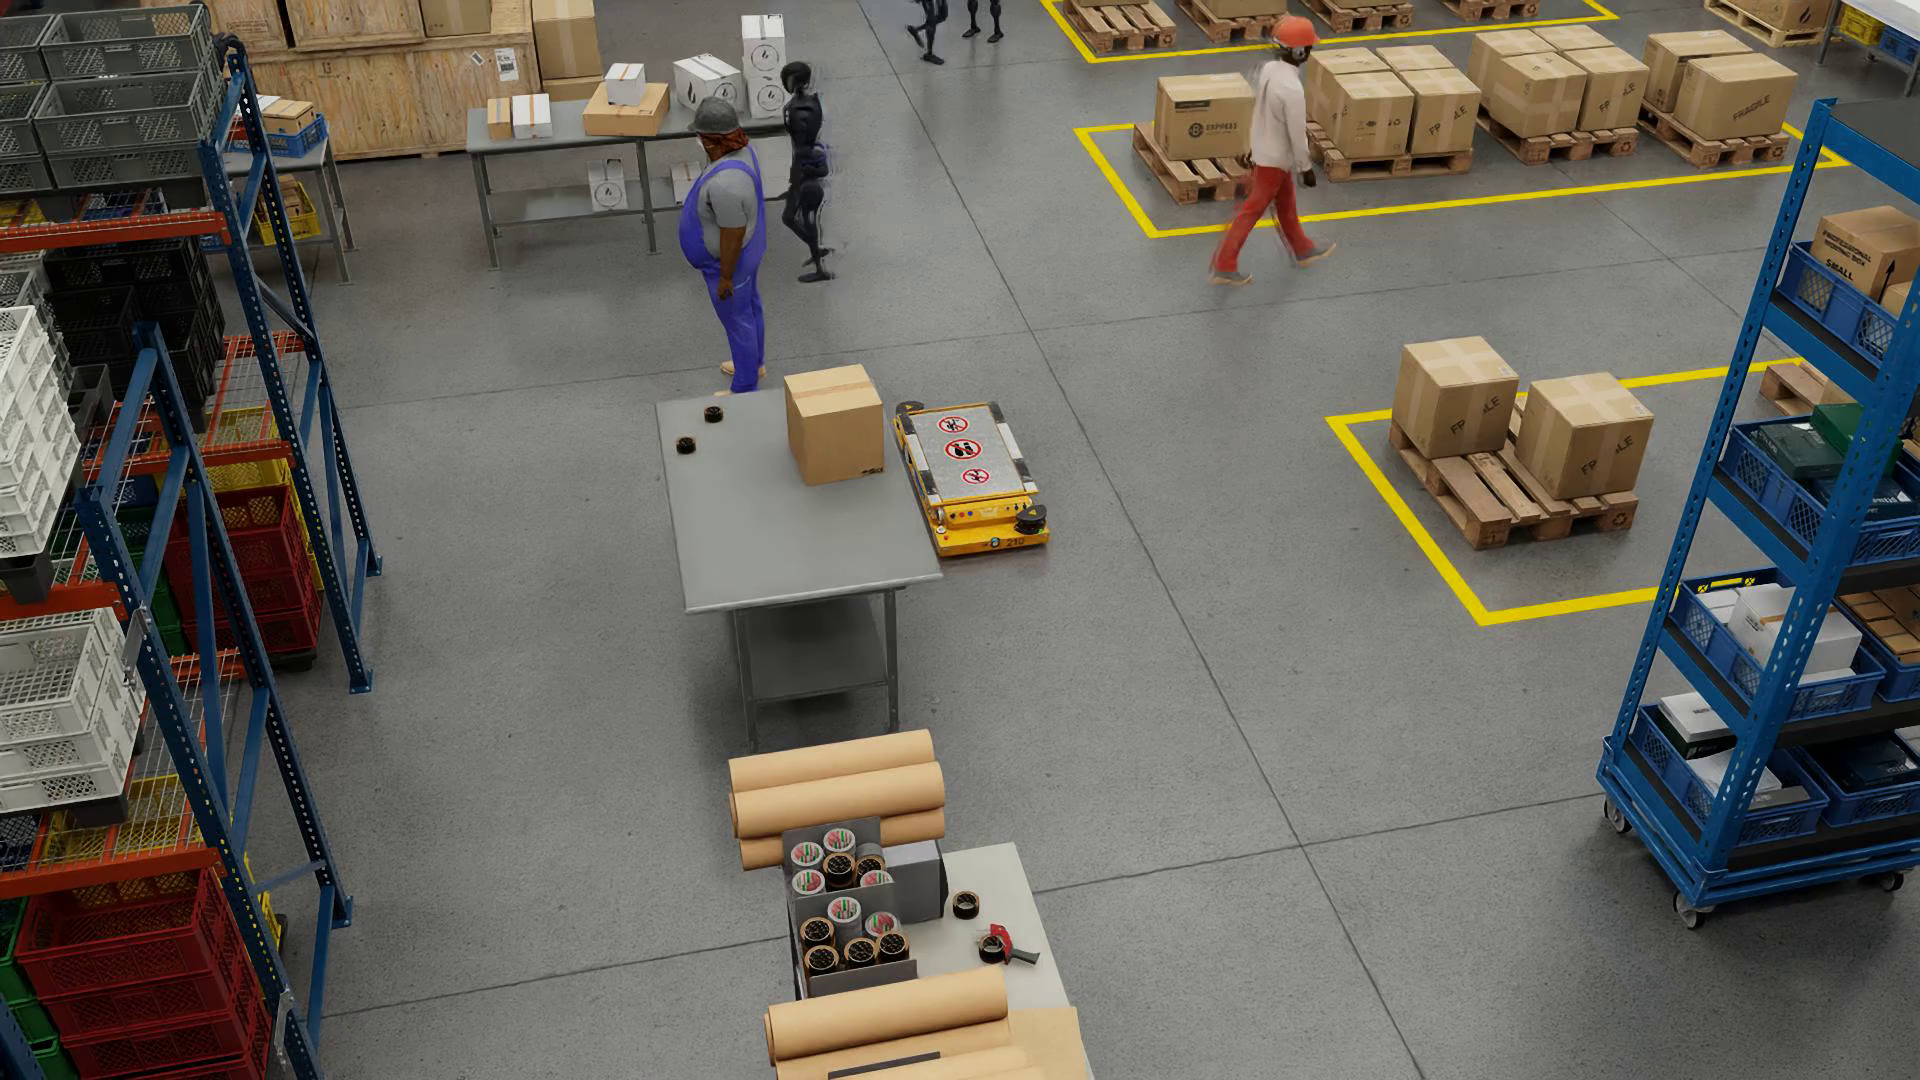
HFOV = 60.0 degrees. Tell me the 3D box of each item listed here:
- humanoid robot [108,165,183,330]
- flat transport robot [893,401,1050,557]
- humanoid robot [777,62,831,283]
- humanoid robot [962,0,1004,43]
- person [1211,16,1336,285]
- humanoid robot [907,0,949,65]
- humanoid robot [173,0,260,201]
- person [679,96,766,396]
[{"bbox_3d":[-5.369,-2.010,11.063,0.314,1.657,0.610,-26,44,-30],"label":"humanoid robot"},{"bbox_3d":[0.046,-0.430,10.108,0.652,0.197,1.431,-8,37,-10],"label":"flat transport robot"},{"bbox_3d":[-1.144,-2.613,11.888,0.405,1.649,0.606,-7,37,-9],"label":"humanoid robot"},{"bbox_3d":[0.203,-5.614,15.918,0.578,1.649,0.341,18,40,22],"label":"humanoid robot"},{"bbox_3d":[2.317,-2.742,11.827,1.027,1.943,0.605,-4,37,-5],"label":"person"},{"bbox_3d":[-0.313,-5.315,15.514,0.463,1.640,0.610,22,42,26],"label":"humanoid robot"},{"bbox_3d":[-5.685,-3.332,12.840,0.586,1.657,0.331,-17,40,-21],"label":"humanoid robot"},{"bbox_3d":[-1.492,-1.817,10.513,0.539,2.000,0.689,2,37,3],"label":"person"}]
